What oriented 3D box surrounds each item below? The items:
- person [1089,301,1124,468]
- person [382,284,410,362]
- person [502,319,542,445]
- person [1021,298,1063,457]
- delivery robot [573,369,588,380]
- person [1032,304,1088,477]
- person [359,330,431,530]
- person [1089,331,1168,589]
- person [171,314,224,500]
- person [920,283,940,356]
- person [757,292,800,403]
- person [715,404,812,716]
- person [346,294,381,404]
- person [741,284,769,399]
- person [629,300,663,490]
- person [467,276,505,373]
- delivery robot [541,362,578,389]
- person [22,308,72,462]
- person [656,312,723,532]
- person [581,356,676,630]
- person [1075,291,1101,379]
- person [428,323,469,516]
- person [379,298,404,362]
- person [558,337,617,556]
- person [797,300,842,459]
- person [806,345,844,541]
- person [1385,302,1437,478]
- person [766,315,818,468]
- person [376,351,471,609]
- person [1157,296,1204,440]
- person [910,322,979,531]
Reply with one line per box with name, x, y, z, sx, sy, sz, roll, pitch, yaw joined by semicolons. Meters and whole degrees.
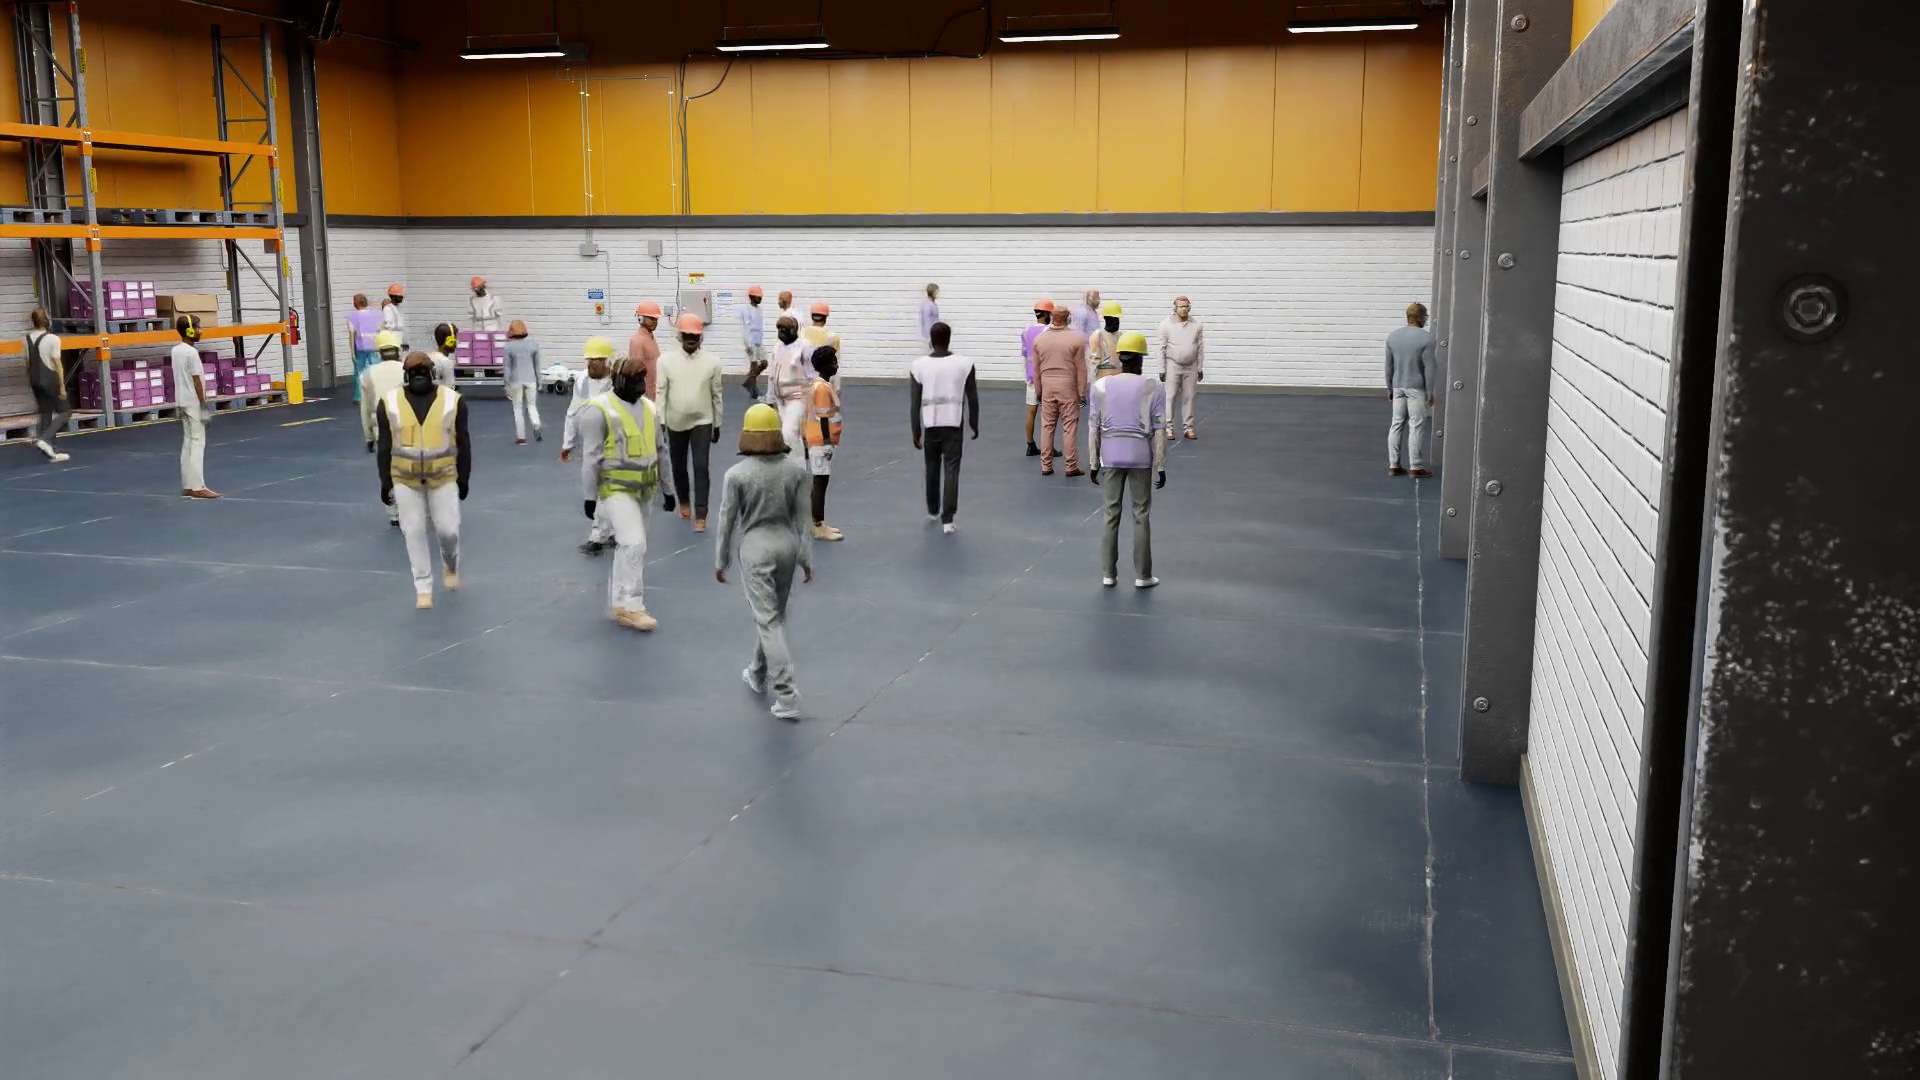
person;1.735;-1.807;19.304;0.383;1.924;0.594;9;13;40
person;-9.393;-3.297;27.741;0.448;1.935;0.681;0;10;2
person;-5.616;-2.024;21.367;0.508;1.621;0.410;-6;12;-31
person;1.004;-1.966;20.205;0.542;1.928;0.374;9;13;41
delivery robot;-6.263;-2.801;28.549;0.707;0.478;0.477;0;10;-1
person;1.128;-1.659;18.512;0.641;1.913;0.407;5;11;26
person;-5.033;-0.974;14.907;0.627;1.814;0.468;0;10;1
person;1.261;-0.596;12.453;0.593;1.922;0.383;3;11;19
person;-7.763;-1.343;16.842;0.532;1.869;0.311;9;13;41
person;-0.470;-3.553;29.210;0.446;1.916;0.649;1;10;7
person;-2.754;-3.089;26.856;1.028;1.828;0.591;3;10;14
person;-1.084;0.092;9.207;0.508;1.690;0.920;-5;11;-28
person;-9.545;-3.055;26.748;0.584;1.800;0.955;-9;13;-41
person;-3.452;-3.318;27.878;0.462;1.920;0.546;5;11;26
person;-3.292;-1.531;17.557;0.391;1.991;0.613;1;10;5
person;-8.776;-3.877;30.806;0.674;2.016;0.606;0;10;2
delivery robot;-6.962;-2.843;28.786;0.707;0.478;0.477;5;11;26
person;-10.784;-1.821;19.644;0.538;1.833;0.443;2;10;13
person;-2.464;-1.098;15.183;0.600;1.967;0.929;-1;10;-7
person;-2.143;-0.312;11.126;0.679;1.818;0.666;6;12;31
person;2.078;-3.092;26.827;1.031;1.849;0.648;4;11;20
person;-4.883;-1.128;15.709;0.451;1.837;0.511;-6;11;-29
person;-10.062;-3.441;29.372;0.513;1.641;0.307;-3;11;-17
person;-3.040;-0.773;13.806;0.594;1.796;0.832;6;12;30
person;-1.697;-1.871;19.664;0.603;1.923;0.553;0;10;-1
person;-1.184;-0.846;14.511;0.322;1.697;0.531;-1;10;-6
person;4.986;-1.654;18.413;0.371;1.936;0.629;-8;13;-39
person;-1.860;-1.471;17.701;0.682;1.817;0.667;-10;14;-43
person;-3.805;-0.437;11.838;0.632;1.824;0.508;-3;10;-15
person;2.924;-2.273;22.021;0.642;1.904;0.401;-2;10;-14
person;-0.142;-1.043;15.170;0.612;1.863;1.020;1;10;3
